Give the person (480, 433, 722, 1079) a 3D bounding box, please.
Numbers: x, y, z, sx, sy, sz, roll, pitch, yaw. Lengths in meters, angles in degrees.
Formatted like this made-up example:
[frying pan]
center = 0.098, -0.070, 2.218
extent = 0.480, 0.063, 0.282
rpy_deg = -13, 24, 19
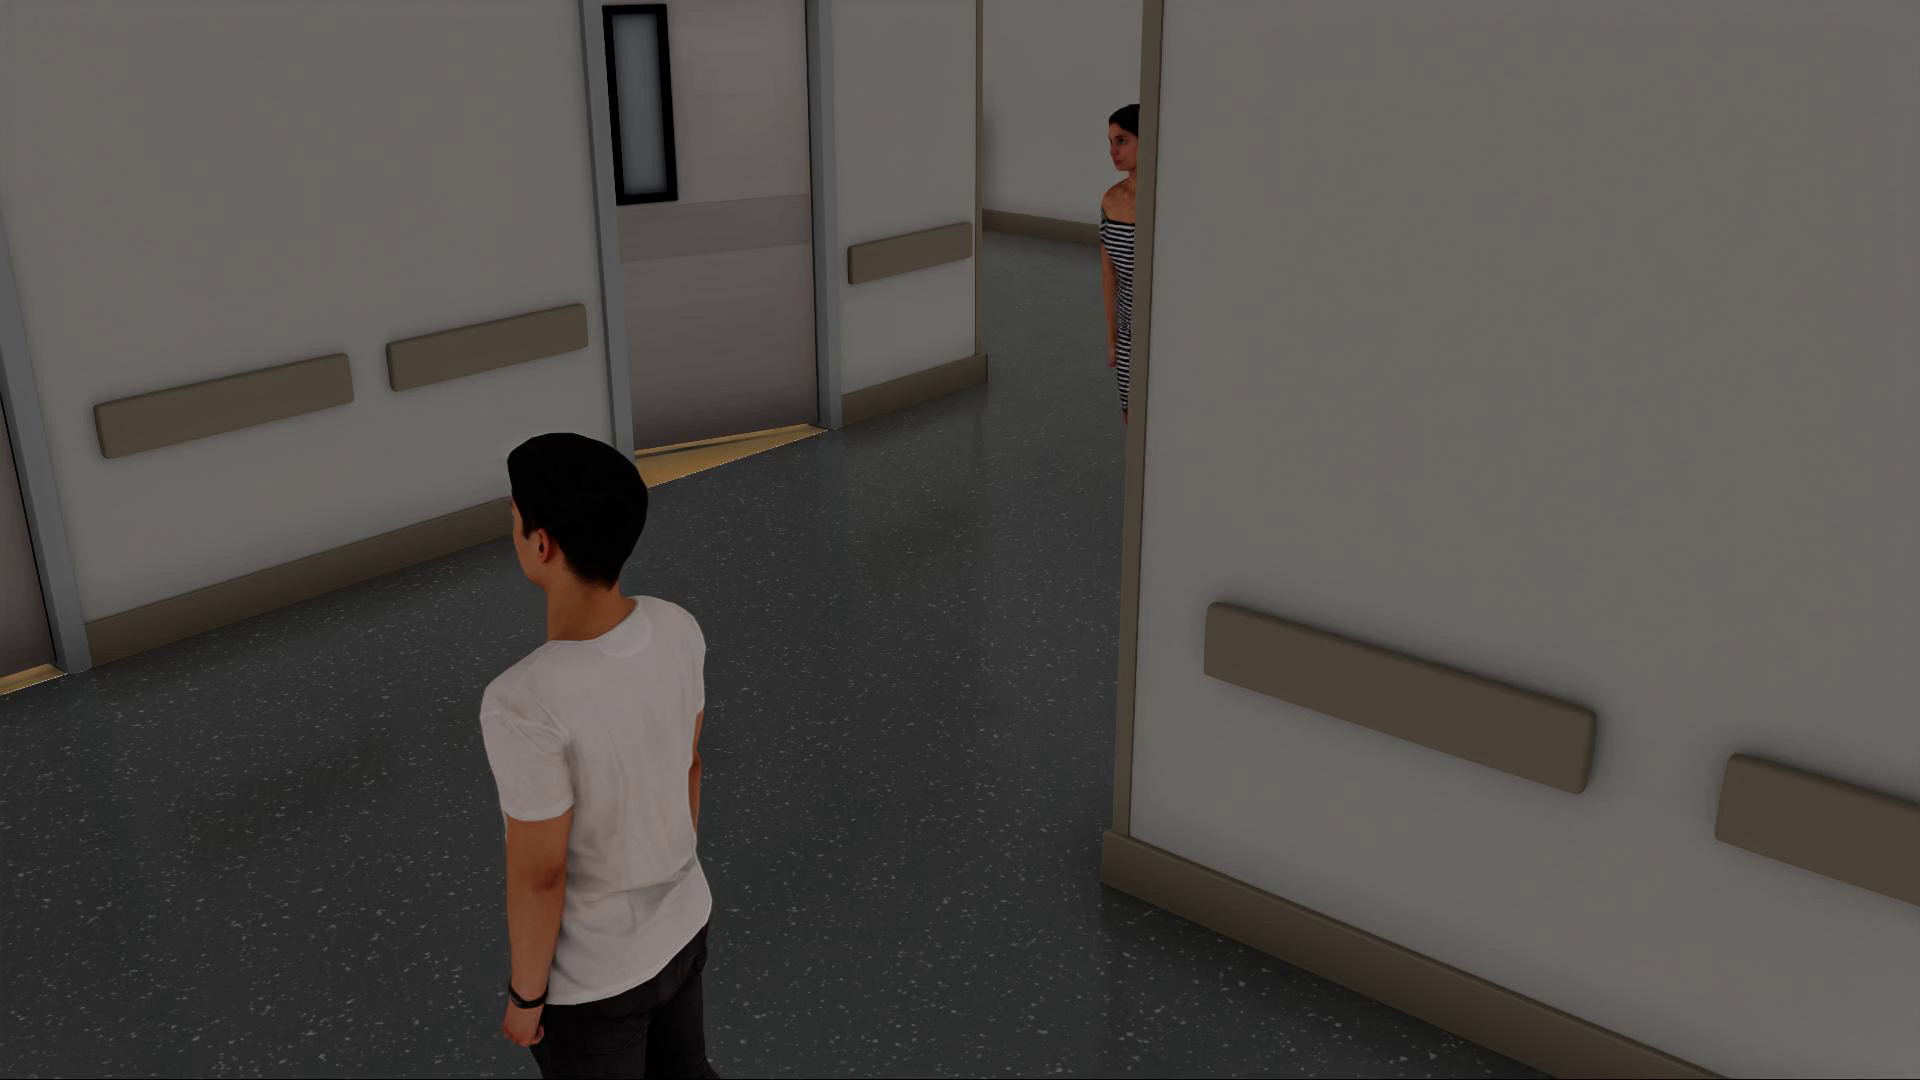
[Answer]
[person]
center = -0.579, 0.638, 2.792
extent = 0.731, 1.722, 0.554
rpy_deg = 10, 23, 25
